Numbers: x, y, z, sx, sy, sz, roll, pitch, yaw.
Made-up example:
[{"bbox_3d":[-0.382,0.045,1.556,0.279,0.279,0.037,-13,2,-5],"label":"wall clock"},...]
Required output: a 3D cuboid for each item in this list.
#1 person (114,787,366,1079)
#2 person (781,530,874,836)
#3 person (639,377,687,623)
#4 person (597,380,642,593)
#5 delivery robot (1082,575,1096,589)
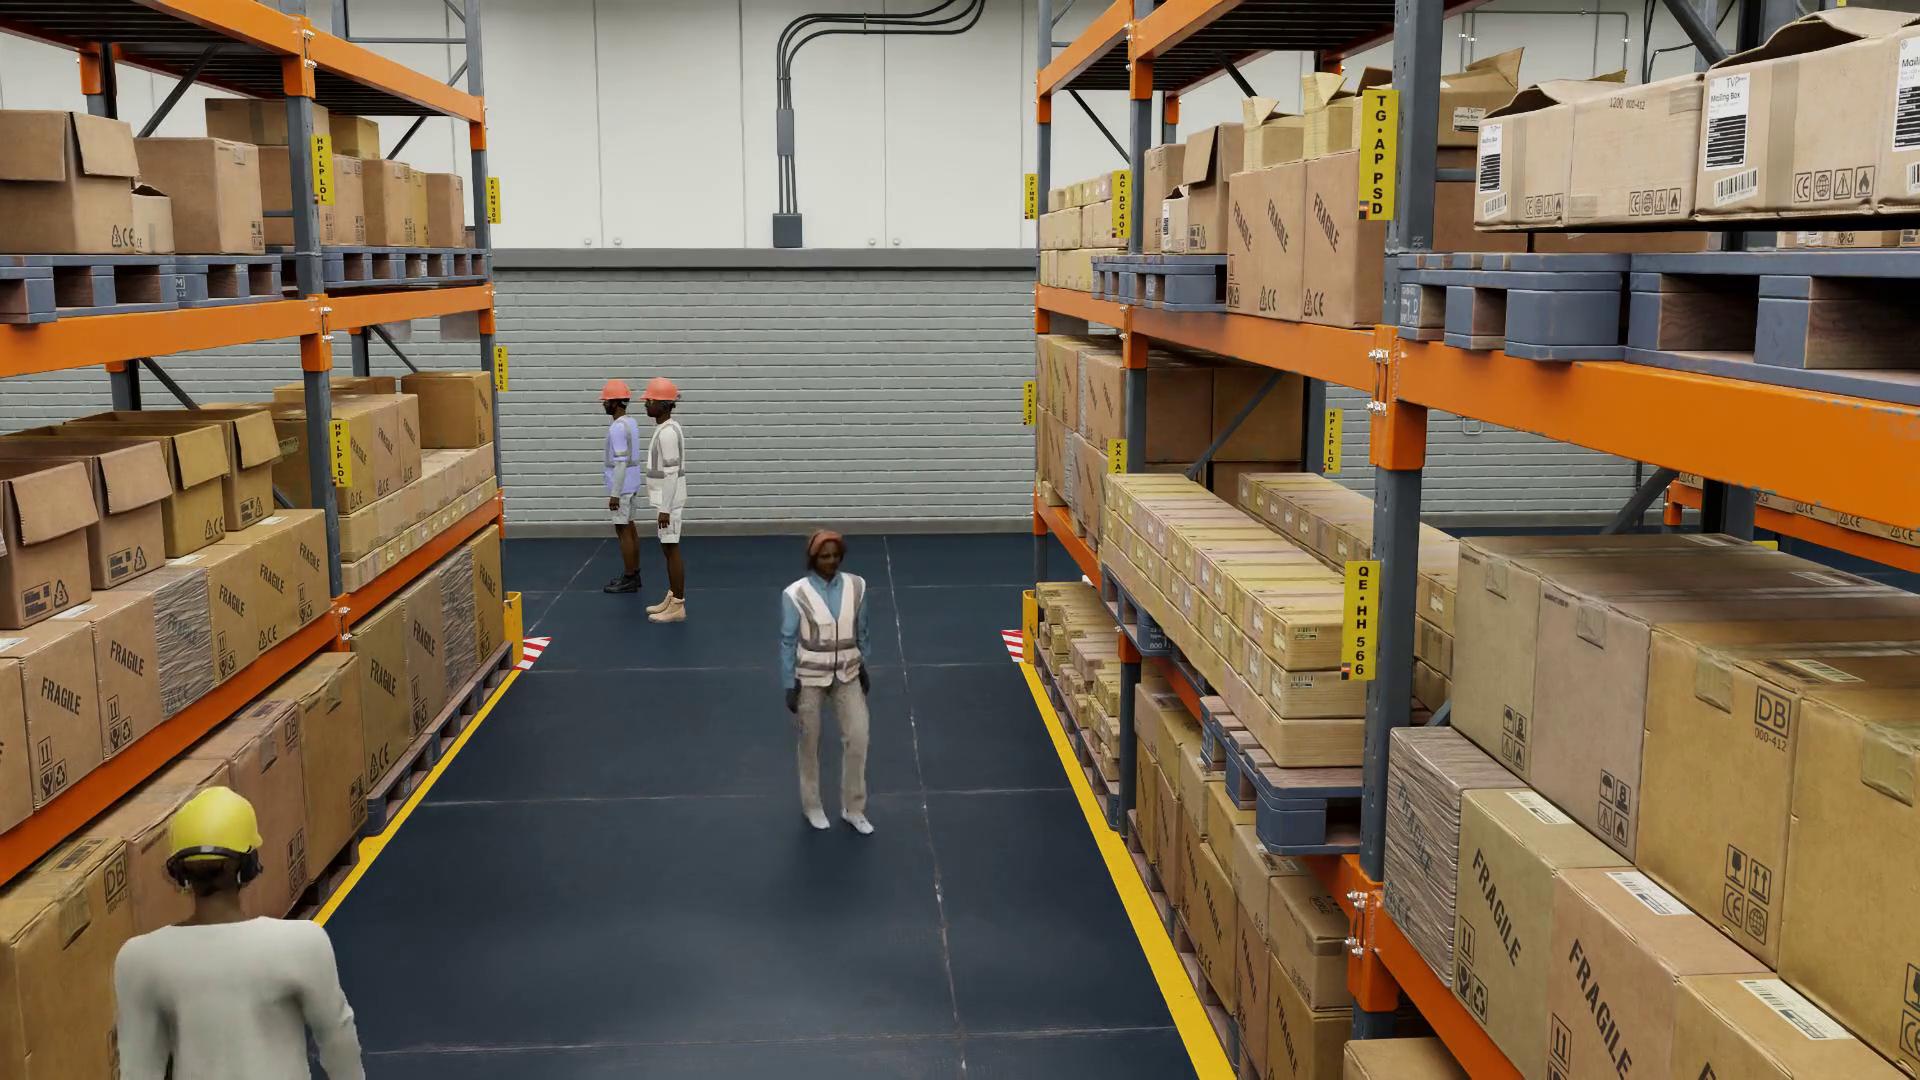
[{"bbox_3d":[-1.808,1.466,4.260,0.532,1.722,0.876,0,10,0],"label":"person"},{"bbox_3d":[-0.671,0.757,8.700,0.551,1.616,0.607,-5,11,-29],"label":"person"},{"bbox_3d":[-2.468,-0.332,13.880,0.367,2.048,0.609,-2,10,-12],"label":"person"},{"bbox_3d":[-3.090,-0.484,15.094,0.358,1.936,0.552,0,10,2],"label":"person"},{"bbox_3d":[1.346,0.414,13.601,0.707,0.478,0.477,9,13,42],"label":"delivery robot"}]
